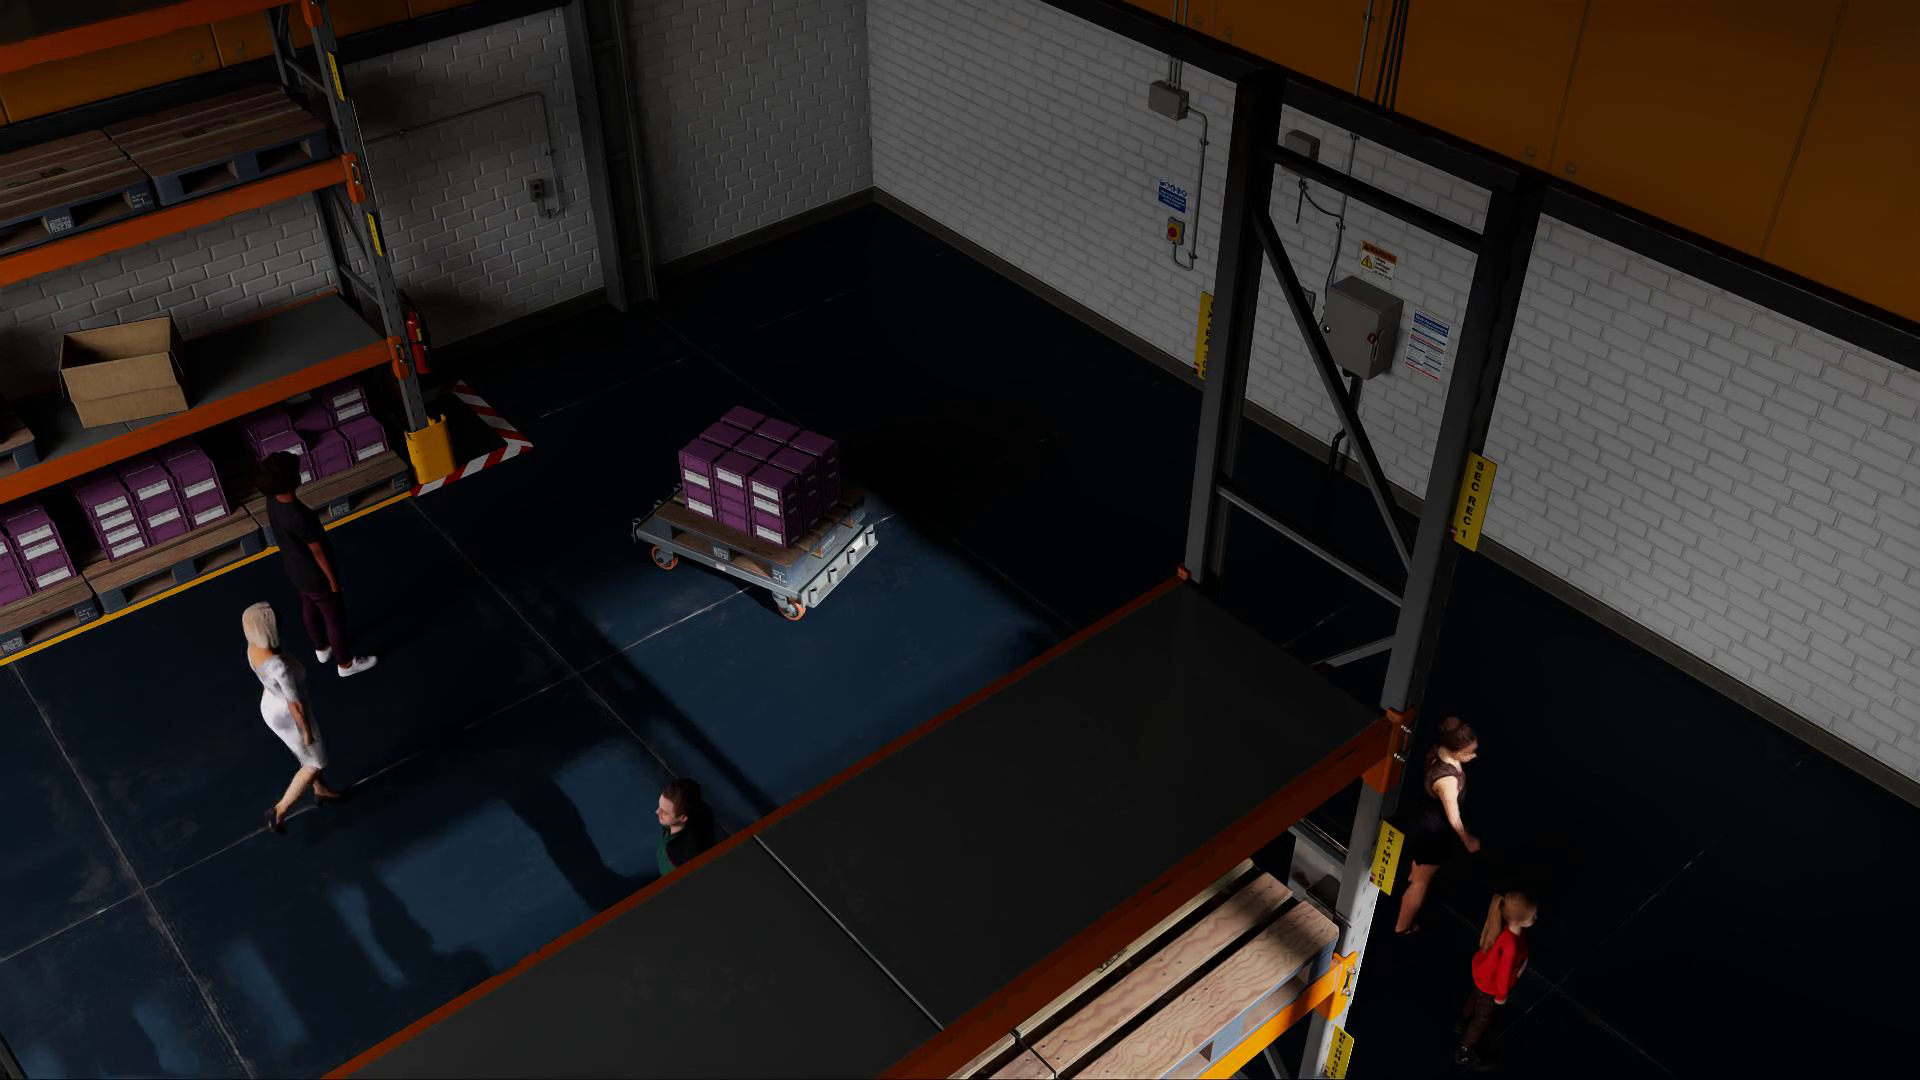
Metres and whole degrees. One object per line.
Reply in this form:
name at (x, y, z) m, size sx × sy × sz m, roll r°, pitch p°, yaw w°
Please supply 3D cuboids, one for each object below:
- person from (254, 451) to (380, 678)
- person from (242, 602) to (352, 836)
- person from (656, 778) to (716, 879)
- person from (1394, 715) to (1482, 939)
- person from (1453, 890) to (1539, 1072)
person at (-4.376, 0.160, 11.195) m, size 0.659 × 1.786 × 0.642 m, roll 27°, pitch 46°, yaw 30°
person at (-4.107, 1.113, 10.043) m, size 0.641 × 1.736 × 0.878 m, roll 29°, pitch 47°, yaw 31°
person at (-1.411, 1.914, 8.955) m, size 0.875 × 1.841 × 0.807 m, roll -11°, pitch 40°, yaw -13°
person at (2.640, 1.641, 9.435) m, size 0.880 × 1.668 × 0.817 m, roll 3°, pitch 39°, yaw 4°
person at (2.855, 2.323, 8.892) m, size 0.628 × 1.280 × 0.554 m, roll 8°, pitch 39°, yaw 10°
